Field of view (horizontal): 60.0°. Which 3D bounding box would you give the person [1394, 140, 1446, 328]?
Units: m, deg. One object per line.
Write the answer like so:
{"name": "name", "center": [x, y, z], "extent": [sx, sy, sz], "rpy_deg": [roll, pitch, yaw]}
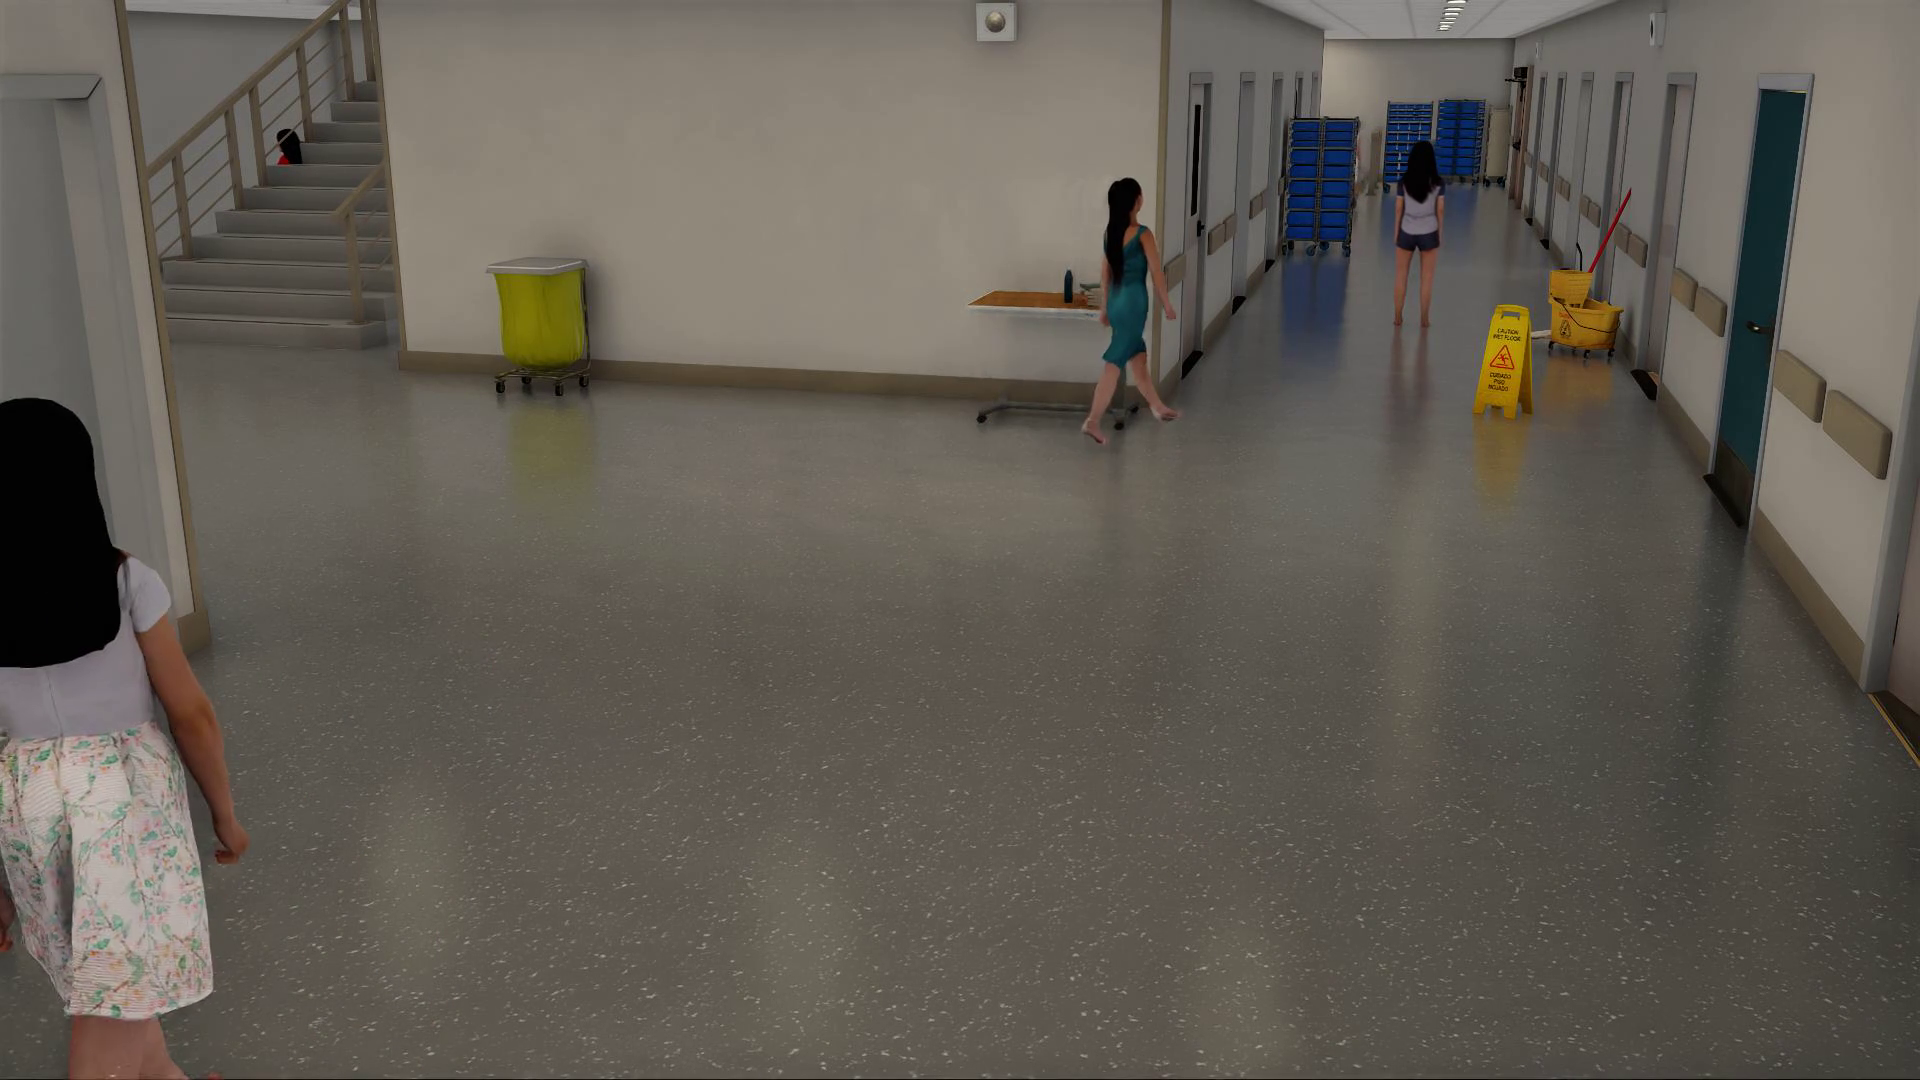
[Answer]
{"name": "person", "center": [4.278, -2.857, 15.518], "extent": [0.600, 1.709, 0.544], "rpy_deg": [5, 17, 18]}

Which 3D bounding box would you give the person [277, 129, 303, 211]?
{"name": "person", "center": [-6.911, -3.388, 17.326], "extent": [0.706, 1.749, 0.588], "rpy_deg": [2, 16, 6]}

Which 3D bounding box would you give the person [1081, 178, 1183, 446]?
{"name": "person", "center": [0.977, -1.374, 10.388], "extent": [1.104, 1.637, 0.995], "rpy_deg": [-10, 19, -33]}

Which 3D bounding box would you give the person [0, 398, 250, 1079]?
{"name": "person", "center": [-1.570, 0.673, 2.986], "extent": [0.893, 1.714, 1.246], "rpy_deg": [-1, 16, -4]}
